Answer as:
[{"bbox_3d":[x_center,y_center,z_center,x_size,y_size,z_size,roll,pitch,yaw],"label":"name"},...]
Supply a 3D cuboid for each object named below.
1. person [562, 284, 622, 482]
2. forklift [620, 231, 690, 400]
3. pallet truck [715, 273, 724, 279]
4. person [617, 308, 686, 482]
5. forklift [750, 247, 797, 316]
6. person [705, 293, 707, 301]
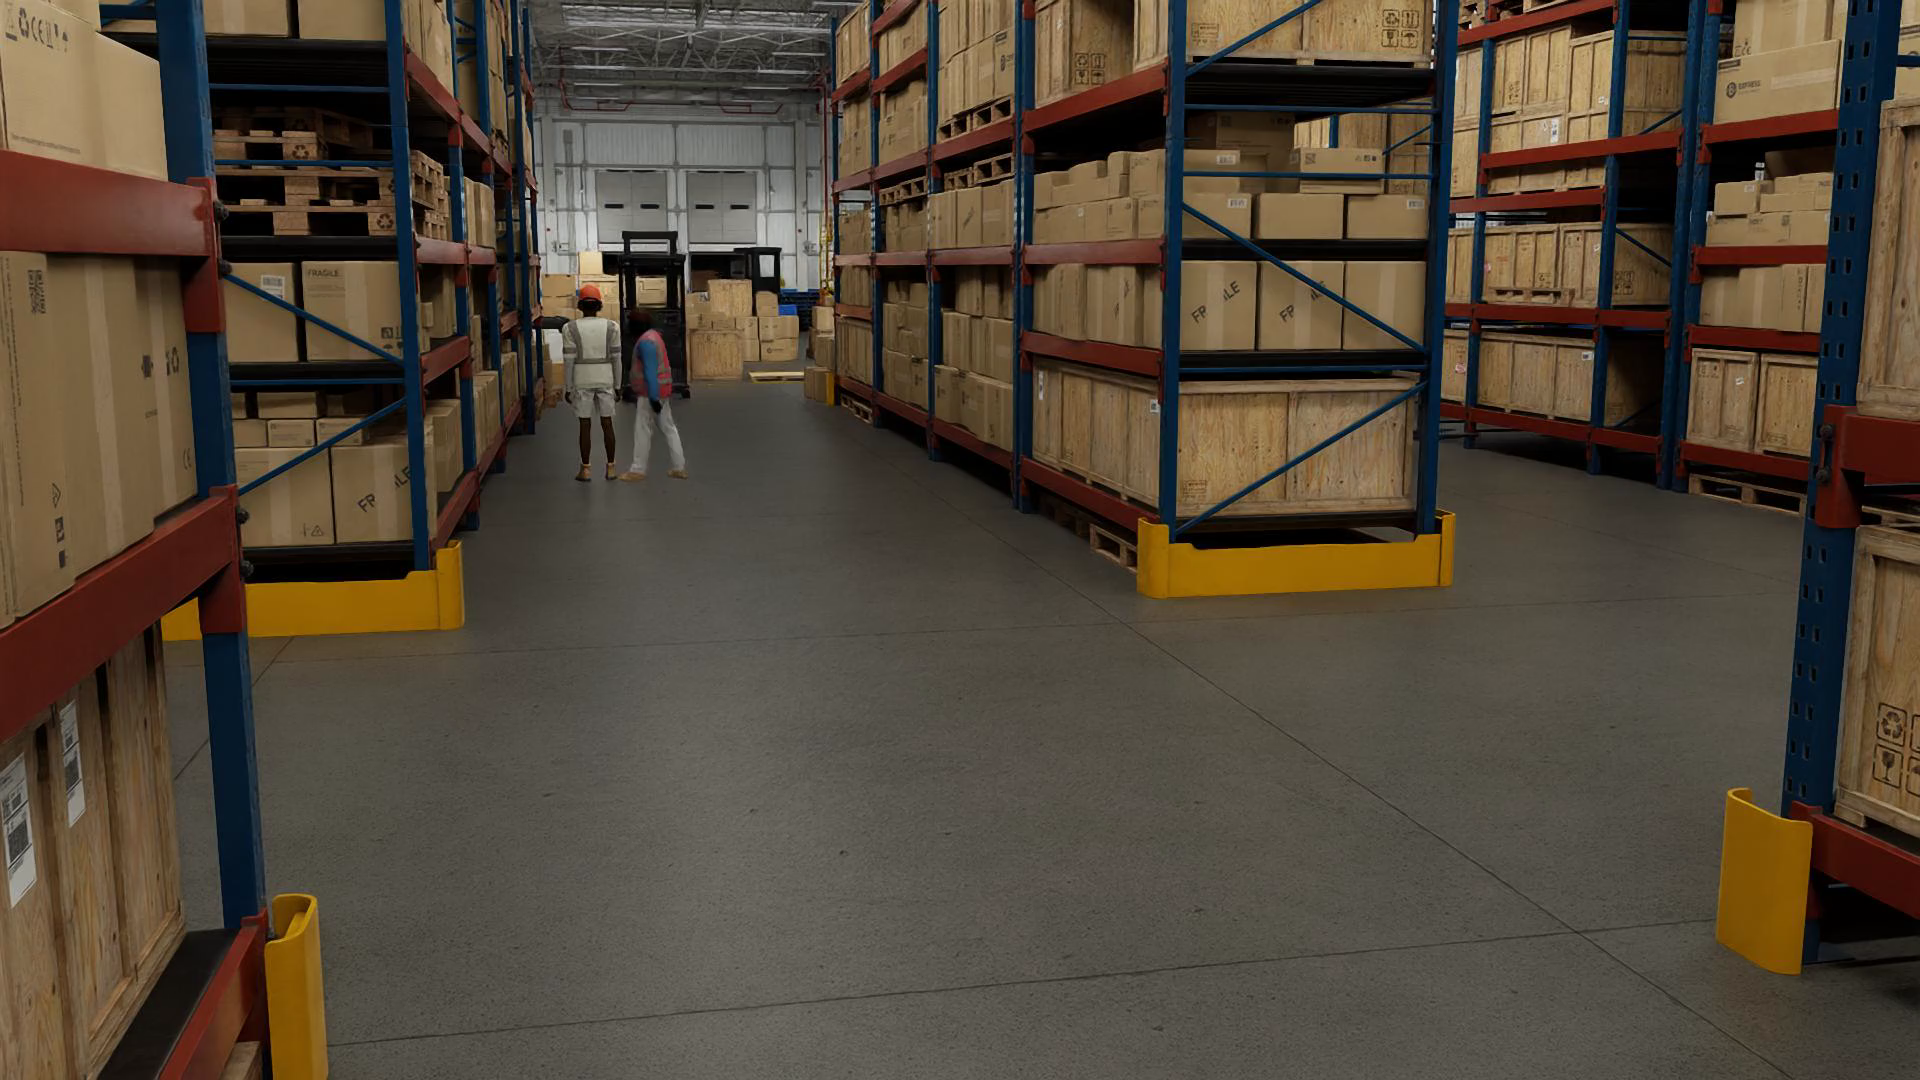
[{"bbox_3d":[-3.814,-1.623,17.263,0.607,2.044,0.377,-4,10,-23],"label":"person"},{"bbox_3d":[-5.231,-3.843,28.248,1.129,2.768,1.873,-2,10,-12],"label":"forklift"},{"bbox_3d":[-8.580,-8.986,62.280,1.885,1.965,0.823,1,9,5],"label":"pallet truck"},{"bbox_3d":[-3.200,-1.502,17.313,0.680,1.806,0.654,0,9,0],"label":"person"},{"bbox_3d":[-5.884,-7.530,50.722,1.129,2.768,1.873,-7,12,-38],"label":"forklift"},{"bbox_3d":[-6.166,-5.627,42.048,0.587,1.920,0.392,-5,11,-29],"label":"person"}]
